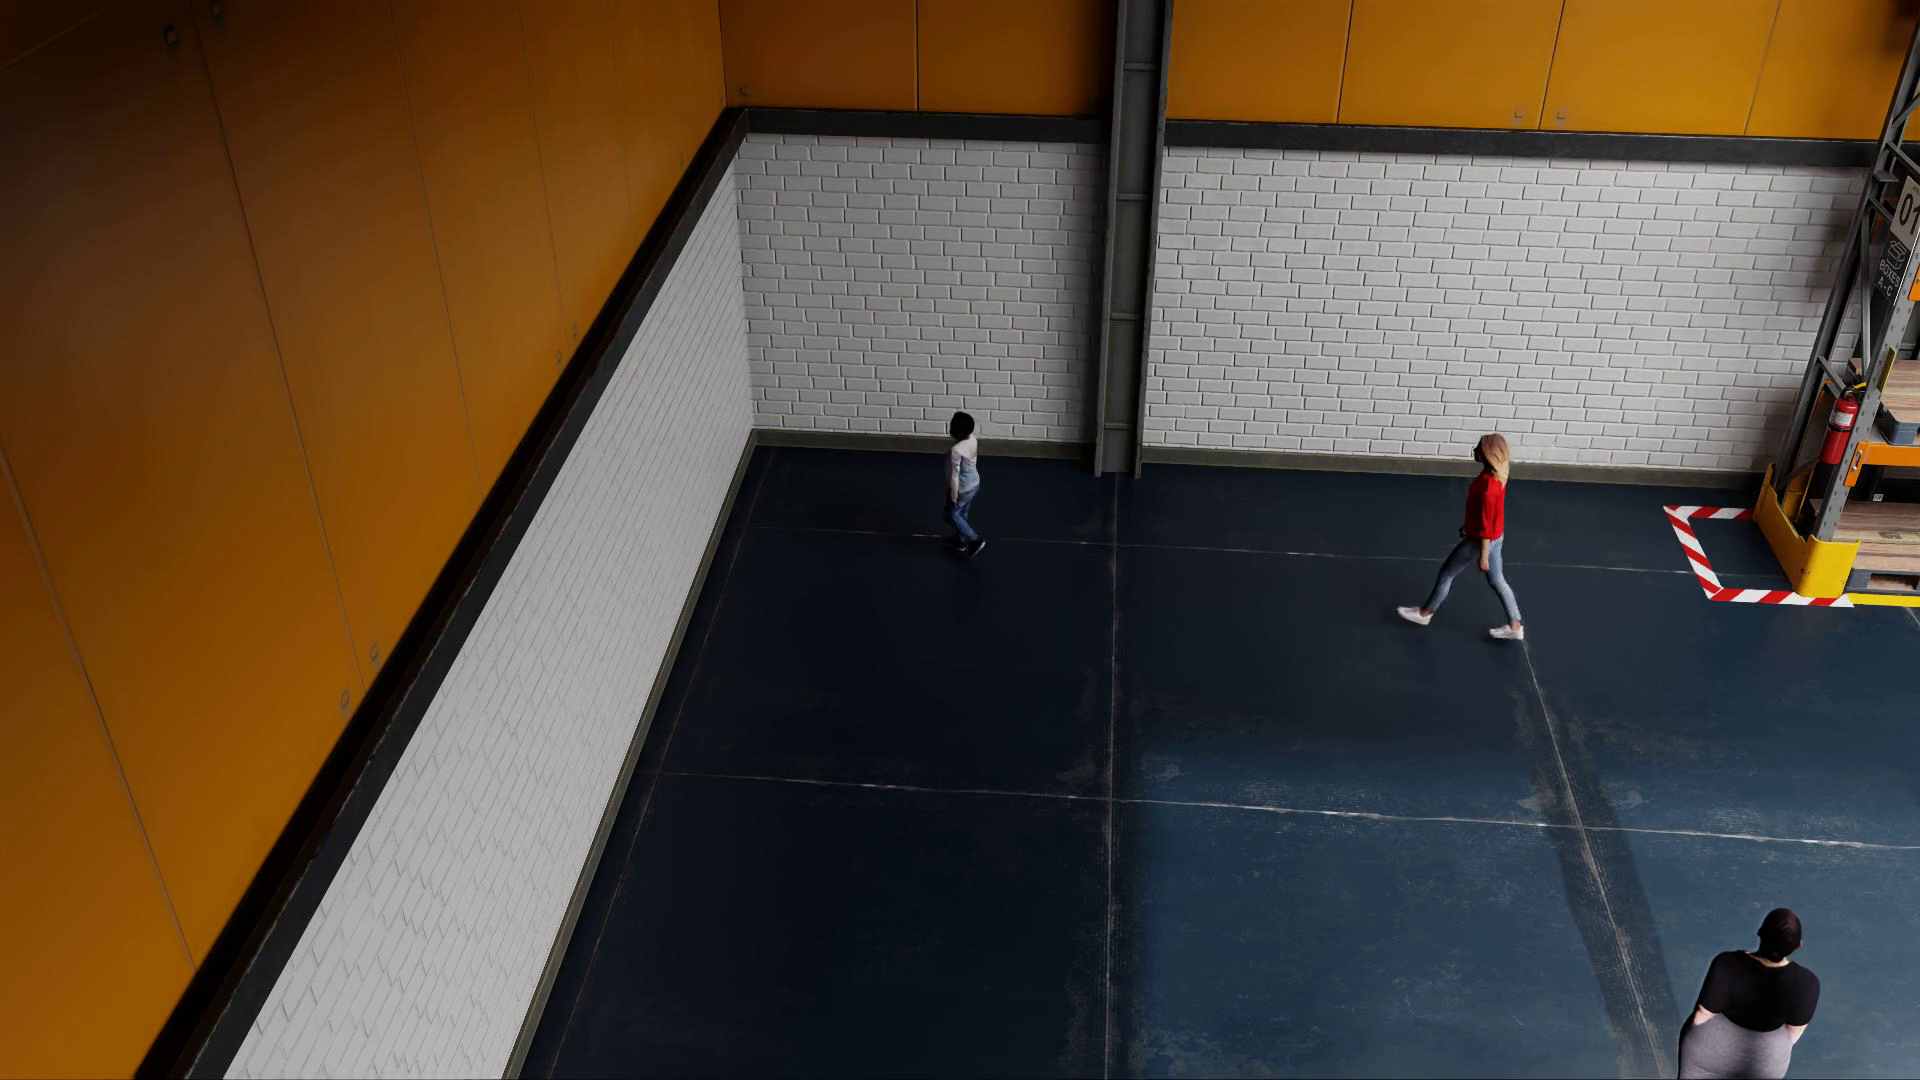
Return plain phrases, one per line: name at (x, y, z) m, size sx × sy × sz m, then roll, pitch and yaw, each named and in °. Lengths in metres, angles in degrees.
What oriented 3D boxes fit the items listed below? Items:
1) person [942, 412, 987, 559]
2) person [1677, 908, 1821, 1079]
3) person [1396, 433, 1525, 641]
person at (0.048, -0.415, 12.864) m, size 0.769 × 1.249 × 0.660 m, roll 22°, pitch 39°, yaw 29°
person at (3.777, 2.463, 8.072) m, size 0.621 × 1.760 × 0.779 m, roll 9°, pitch 35°, yaw 14°
person at (3.786, 0.037, 11.816) m, size 1.230 × 1.656 × 0.926 m, roll 15°, pitch 37°, yaw 22°
